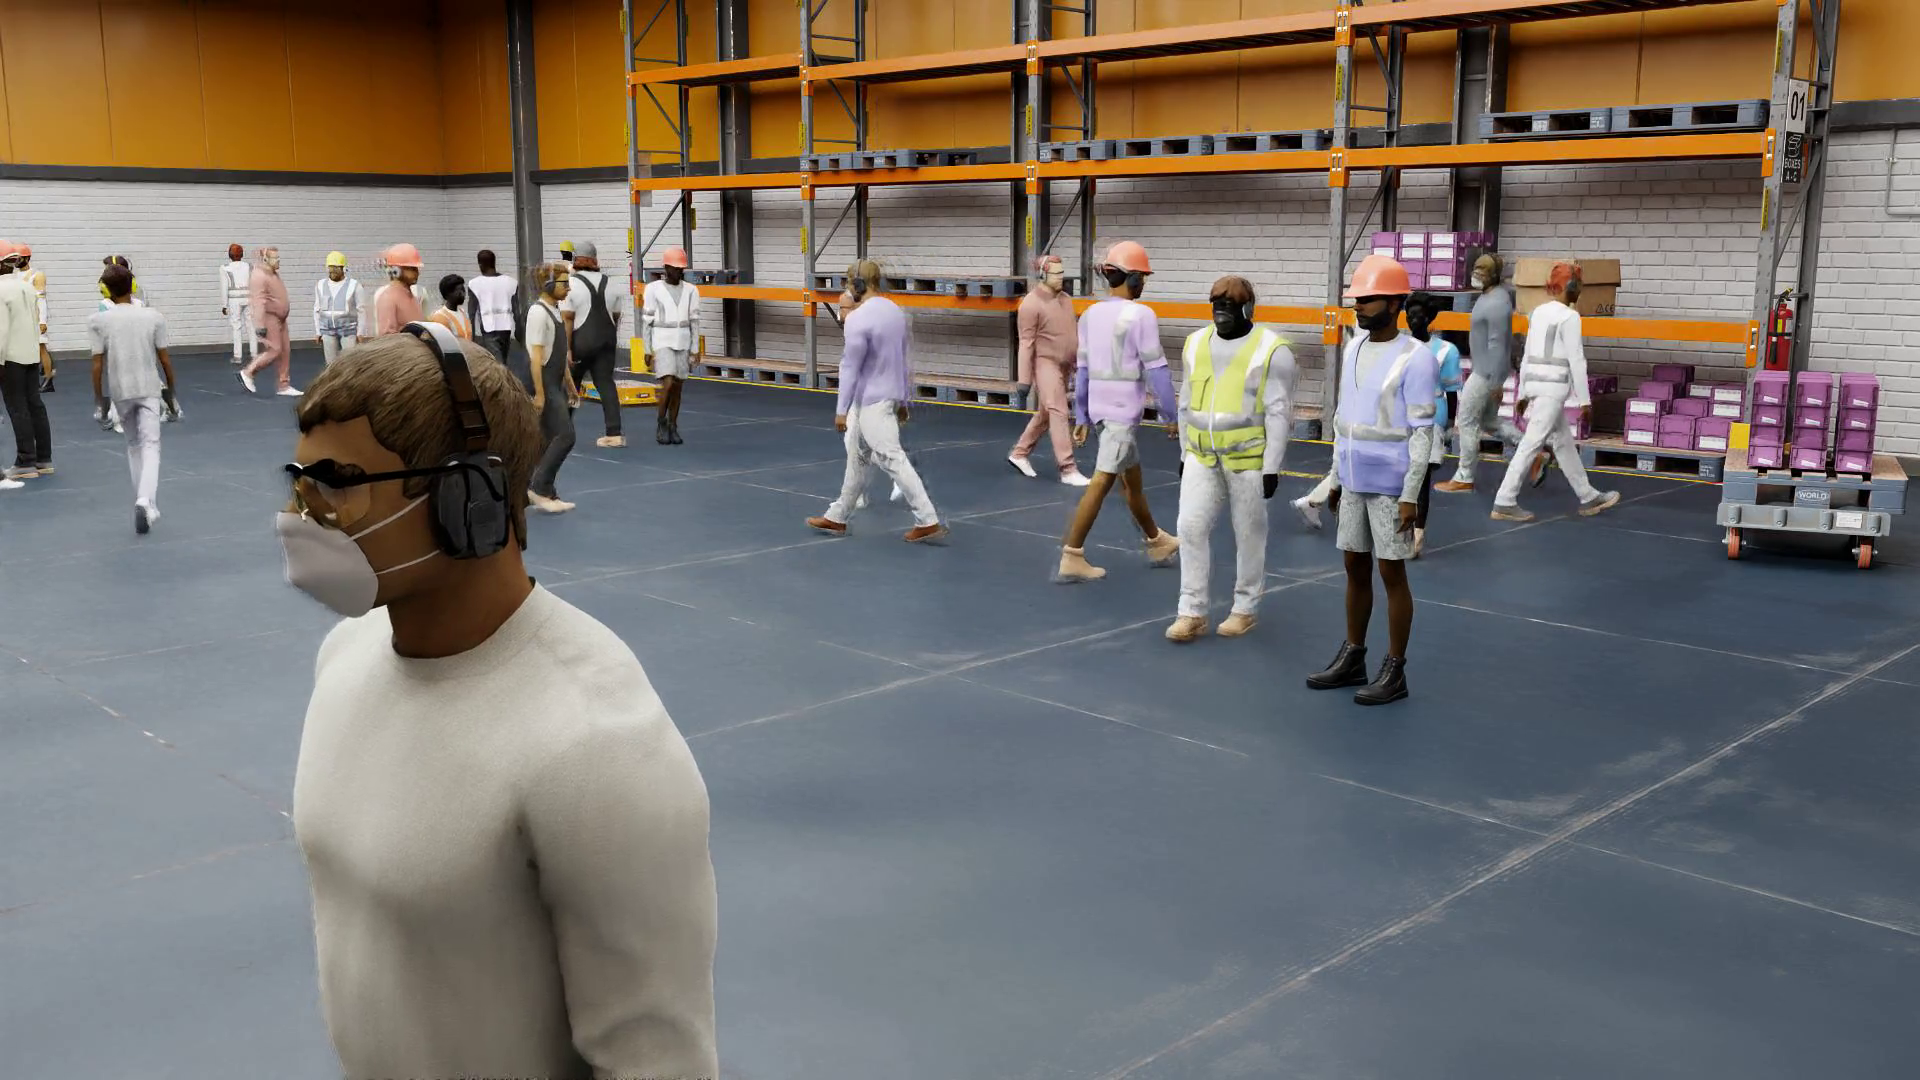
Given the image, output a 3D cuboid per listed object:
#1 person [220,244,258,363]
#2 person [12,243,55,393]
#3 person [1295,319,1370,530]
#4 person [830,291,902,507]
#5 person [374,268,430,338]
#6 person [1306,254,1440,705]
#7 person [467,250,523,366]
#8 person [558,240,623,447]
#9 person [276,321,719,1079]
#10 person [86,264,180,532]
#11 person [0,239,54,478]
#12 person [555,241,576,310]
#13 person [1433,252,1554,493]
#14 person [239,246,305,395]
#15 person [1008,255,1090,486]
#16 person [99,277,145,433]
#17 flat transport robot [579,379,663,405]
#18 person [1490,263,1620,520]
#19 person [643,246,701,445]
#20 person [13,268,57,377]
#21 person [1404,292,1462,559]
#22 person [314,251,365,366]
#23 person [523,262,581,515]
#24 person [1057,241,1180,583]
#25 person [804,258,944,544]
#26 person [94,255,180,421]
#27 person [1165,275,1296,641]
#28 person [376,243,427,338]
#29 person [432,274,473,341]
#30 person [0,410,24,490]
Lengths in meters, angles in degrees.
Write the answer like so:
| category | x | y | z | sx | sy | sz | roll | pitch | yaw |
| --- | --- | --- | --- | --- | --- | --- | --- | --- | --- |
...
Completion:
| category | x | y | z | sx | sy | sz | roll | pitch | yaw |
| --- | --- | --- | --- | --- | --- | --- | --- | --- | --- |
| person | -11.449 | -3.756 | 26.455 | 0.574 | 1.884 | 0.356 | -10 | 14 | -43 |
| person | -11.982 | -2.846 | 21.389 | 0.539 | 1.930 | 0.383 | 3 | 11 | 16 |
| person | 2.708 | -0.934 | 11.239 | 0.862 | 1.832 | 0.549 | -1 | 10 | -5 |
| person | -0.685 | -1.032 | 12.310 | 0.508 | 1.616 | 0.525 | -2 | 11 | -9 |
| person | -6.226 | -2.262 | 18.608 | 0.592 | 1.786 | 0.946 | -4 | 11 | -20 |
| person | 1.791 | -0.255 | 7.212 | 0.365 | 1.939 | 0.542 | -6 | 12 | -28 |
| person | -5.320 | -2.388 | 19.066 | 0.605 | 1.868 | 1.007 | -8 | 13 | -38 |
| person | -3.615 | -1.924 | 16.033 | 1.035 | 2.000 | 0.688 | 10 | 14 | 43 |
| person | -0.495 | 0.740 | 1.791 | 0.372 | 1.939 | 0.629 | -10 | 14 | -43 |
| person | -5.698 | -0.981 | 11.483 | 0.540 | 1.828 | 0.886 | -4 | 11 | -19 |
| person | -7.921 | -1.512 | 13.914 | 0.397 | 1.992 | 0.621 | 0 | 10 | 0 |
| person | -6.438 | -3.938 | 27.327 | 0.584 | 1.928 | 0.373 | 4 | 11 | 23 |
| person | 4.171 | -1.274 | 12.880 | 0.807 | 1.903 | 0.653 | 3 | 11 | 18 |
| person | -8.692 | -2.741 | 20.908 | 0.644 | 1.888 | 0.653 | 0 | 10 | 0 |
| person | 0.735 | -1.406 | 13.684 | 0.928 | 1.872 | 0.645 | 6 | 12 | 31 |
| person | -8.582 | -1.925 | 17.130 | 0.311 | 1.642 | 0.512 | 6 | 12 | 28 |
| flat transport robot | -4.117 | -1.802 | 20.202 | 0.652 | 0.197 | 1.431 | -7 | 13 | -35 |
| person | 4.272 | -1.041 | 11.822 | 1.032 | 1.820 | 0.610 | -1 | 10 | -7 |
| person | -2.755 | -1.862 | 16.039 | 0.541 | 1.913 | 0.509 | -7 | 13 | -35 |
| person | -13.440 | -3.259 | 23.730 | 0.995 | 1.902 | 0.647 | -1 | 10 | -6 |
| person | 2.822 | -0.717 | 10.483 | 0.542 | 1.665 | 0.805 | 8 | 13 | 36 |
| person | -7.285 | -2.462 | 19.527 | 0.590 | 1.836 | 0.404 | 0 | 10 | -1 |
| person | -2.957 | -1.094 | 12.086 | 0.397 | 1.828 | 0.519 | -1 | 10 | -5 |
| person | 0.995 | -0.756 | 9.823 | 1.088 | 1.978 | 0.626 | -5 | 12 | -27 |
| person | -0.556 | -0.908 | 10.950 | 1.070 | 1.880 | 0.630 | 4 | 11 | 22 |
| person | -8.977 | -2.166 | 18.023 | 1.004 | 1.814 | 0.543 | 1 | 10 | 5 |
| person | 1.285 | -0.382 | 8.216 | 0.661 | 1.818 | 0.728 | 8 | 13 | 36 |
| person | -4.415 | -1.317 | 12.956 | 0.855 | 1.970 | 0.628 | 1 | 10 | 3 |
| person | -4.355 | -1.487 | 14.629 | 0.712 | 1.670 | 0.557 | 2 | 11 | 13 |
| person | -7.786 | -1.155 | 13.008 | 0.548 | 1.601 | 0.696 | 6 | 12 | 29 |
